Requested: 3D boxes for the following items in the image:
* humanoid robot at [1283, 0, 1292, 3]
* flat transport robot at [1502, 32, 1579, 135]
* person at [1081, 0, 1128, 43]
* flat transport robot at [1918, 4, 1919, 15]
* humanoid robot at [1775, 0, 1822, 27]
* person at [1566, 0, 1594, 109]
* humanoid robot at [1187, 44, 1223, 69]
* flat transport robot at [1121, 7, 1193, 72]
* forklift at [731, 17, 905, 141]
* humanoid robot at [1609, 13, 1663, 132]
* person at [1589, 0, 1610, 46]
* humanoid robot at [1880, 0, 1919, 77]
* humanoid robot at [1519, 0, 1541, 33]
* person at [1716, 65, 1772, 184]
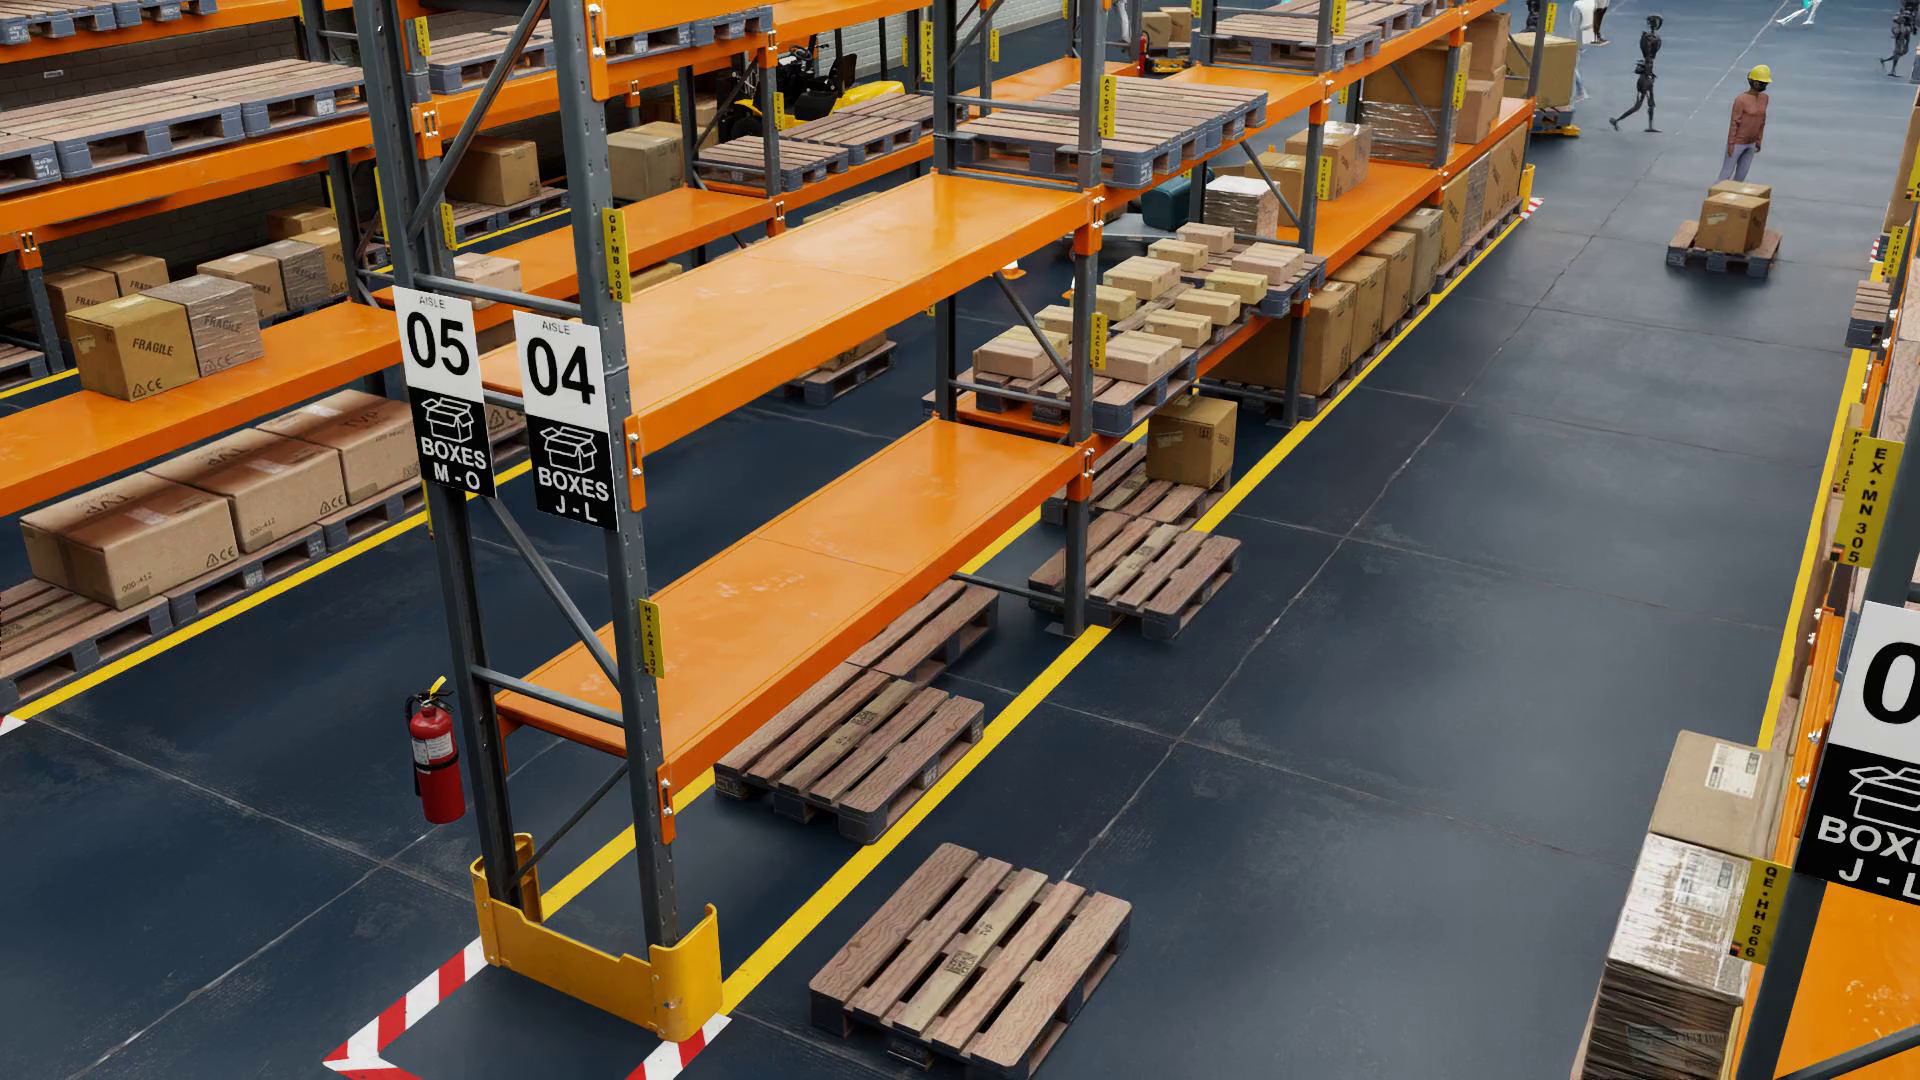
[{"bbox_3d":[6.078,-9.899,30.277,0.547,1.769,1.040,15,29,28],"label":"humanoid robot"},{"bbox_3d":[7.974,-5.896,23.594,1.431,0.231,0.659,0,26,0],"label":"flat transport robot"},{"bbox_3d":[2.670,-9.938,30.104,0.972,1.902,0.648,18,31,32],"label":"person"},{"bbox_3d":[19.331,-10.242,32.624,0.659,0.231,1.431,8,27,16],"label":"flat transport robot"},{"bbox_3d":[16.199,-10.608,31.708,1.047,1.727,0.551,0,26,0],"label":"humanoid robot"},{"bbox_3d":[9.252,-7.435,24.910,0.438,1.897,0.631,18,31,33],"label":"person"},{"bbox_3d":[3.338,-6.221,22.650,0.600,1.649,0.473,18,31,33],"label":"humanoid robot"},{"bbox_3d":[3.444,-8.161,28.300,0.659,0.231,1.431,-5,26,-10],"label":"flat transport robot"},{"bbox_3d":[-1.819,-5.975,21.543,2.313,2.155,1.214,14,29,26],"label":"forklift"},{"bbox_3d":[9.640,-6.569,23.409,0.716,1.634,0.608,11,28,22],"label":"humanoid robot"},{"bbox_3d":[11.732,-10.010,30.189,0.368,1.964,0.602,16,30,30],"label":"person"},{"bbox_3d":[15.498,-8.502,27.389,0.611,1.641,0.517,-17,30,-31],"label":"humanoid robot"},{"bbox_3d":[9.368,-8.425,27.226,0.368,1.643,0.611,13,29,25],"label":"humanoid robot"},{"bbox_3d":[9.019,-4.562,19.108,0.518,1.758,0.340,-12,28,-24],"label":"person"}]
